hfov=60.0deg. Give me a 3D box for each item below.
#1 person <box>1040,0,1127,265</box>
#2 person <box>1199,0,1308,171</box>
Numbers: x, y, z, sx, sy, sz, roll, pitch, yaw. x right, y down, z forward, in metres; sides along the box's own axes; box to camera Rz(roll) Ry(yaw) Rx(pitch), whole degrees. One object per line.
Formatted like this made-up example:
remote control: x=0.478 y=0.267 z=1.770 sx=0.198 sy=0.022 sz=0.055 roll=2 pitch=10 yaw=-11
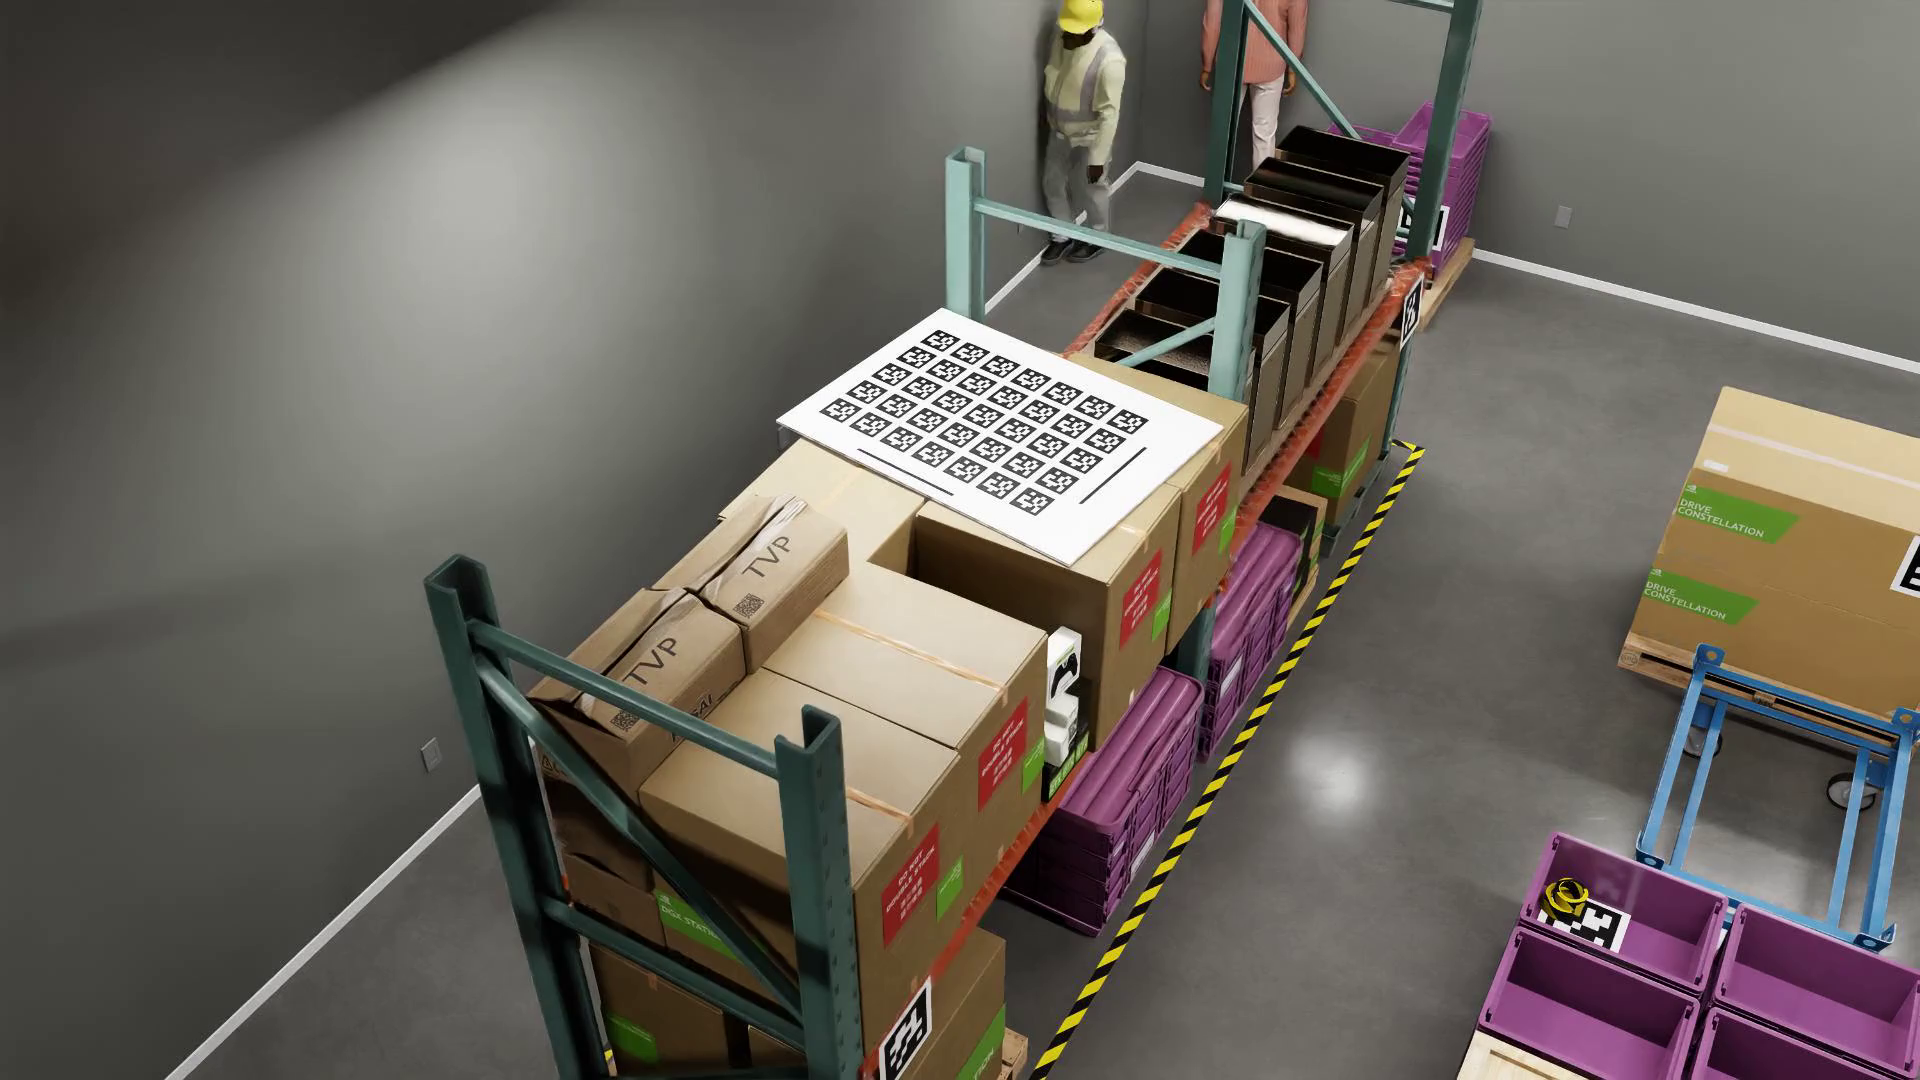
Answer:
person: x=0.706 y=-2.348 z=9.512 sx=0.589 sy=1.781 sz=0.615 roll=-30 pitch=48 yaw=-31
person: x=1.731 y=-2.836 z=9.932 sx=0.608 sy=1.996 sz=0.379 roll=4 pitch=40 yaw=5
